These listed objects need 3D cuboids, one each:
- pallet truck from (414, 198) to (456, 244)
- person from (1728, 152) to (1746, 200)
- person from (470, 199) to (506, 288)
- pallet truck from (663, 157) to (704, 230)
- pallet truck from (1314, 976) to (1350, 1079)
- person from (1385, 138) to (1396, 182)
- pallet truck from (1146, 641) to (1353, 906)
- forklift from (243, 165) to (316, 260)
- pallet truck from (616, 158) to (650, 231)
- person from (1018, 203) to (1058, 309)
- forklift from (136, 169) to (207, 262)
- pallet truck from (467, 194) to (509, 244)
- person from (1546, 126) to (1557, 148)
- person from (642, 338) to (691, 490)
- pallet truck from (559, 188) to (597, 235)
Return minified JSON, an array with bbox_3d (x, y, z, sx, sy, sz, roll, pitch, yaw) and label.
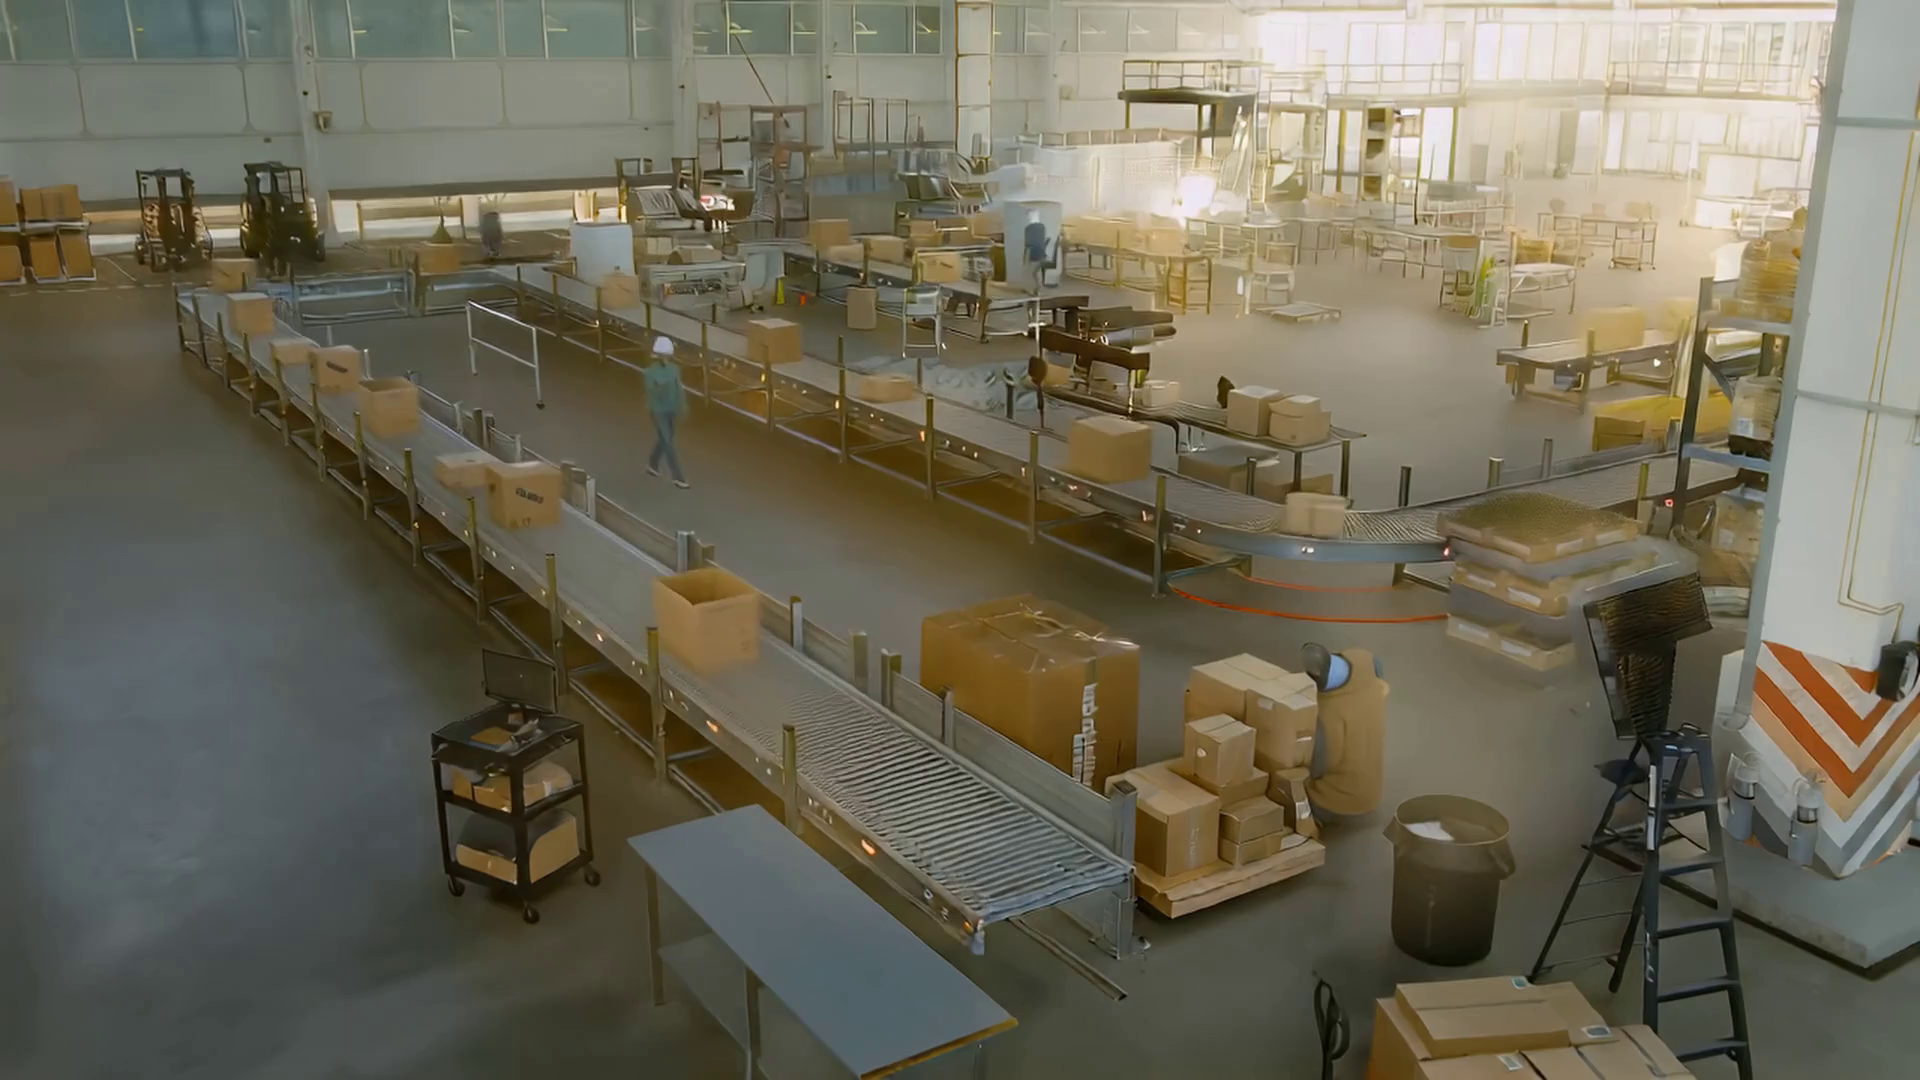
[{"bbox_3d":[-13.250,-8.060,41.856,0.680,1.201,1.601,-10,20,-31],"label":"pallet truck"},{"bbox_3d":[23.299,-10.719,49.819,0.528,1.755,0.471,-8,19,-26],"label":"person"},{"bbox_3d":[-9.568,-5.988,33.857,0.897,1.873,0.649,-15,22,-40],"label":"person"},{"bbox_3d":[-7.586,-9.308,44.692,0.823,1.965,1.885,-11,20,-33],"label":"pallet truck"},{"bbox_3d":[2.299,2.390,7.086,1.601,1.201,0.680,-2,17,-7],"label":"pallet truck"},{"bbox_3d":[14.487,-12.712,56.281,0.506,1.847,0.345,-14,22,-40],"label":"person"},{"bbox_3d":[1.664,1.407,10.232,1.630,1.274,0.653,-10,20,-31],"label":"pallet truck"},{"bbox_3d":[-15.898,-7.669,38.708,1.157,1.987,2.680,-11,20,-33],"label":"forklift"},{"bbox_3d":[-8.918,-9.176,44.255,0.823,1.965,1.885,-9,19,-27],"label":"pallet truck"},{"bbox_3d":[1.465,-5.345,31.476,0.858,2.019,0.620,16,23,42],"label":"person"},{"bbox_3d":[-17.842,-7.318,37.559,1.157,1.987,2.680,-10,20,-31],"label":"forklift"},{"bbox_3d":[-11.983,-8.177,42.137,0.704,1.261,1.522,-11,20,-33],"label":"pallet truck"},{"bbox_3d":[23.973,-16.070,67.376,0.664,1.878,0.816,16,23,42],"label":"person"},{"bbox_3d":[-3.401,-1.488,19.150,0.918,1.720,0.541,15,22,40],"label":"person"},{"bbox_3d":[-10.010,-8.652,43.699,0.653,1.274,1.630,-10,20,-31],"label":"pallet truck"}]
